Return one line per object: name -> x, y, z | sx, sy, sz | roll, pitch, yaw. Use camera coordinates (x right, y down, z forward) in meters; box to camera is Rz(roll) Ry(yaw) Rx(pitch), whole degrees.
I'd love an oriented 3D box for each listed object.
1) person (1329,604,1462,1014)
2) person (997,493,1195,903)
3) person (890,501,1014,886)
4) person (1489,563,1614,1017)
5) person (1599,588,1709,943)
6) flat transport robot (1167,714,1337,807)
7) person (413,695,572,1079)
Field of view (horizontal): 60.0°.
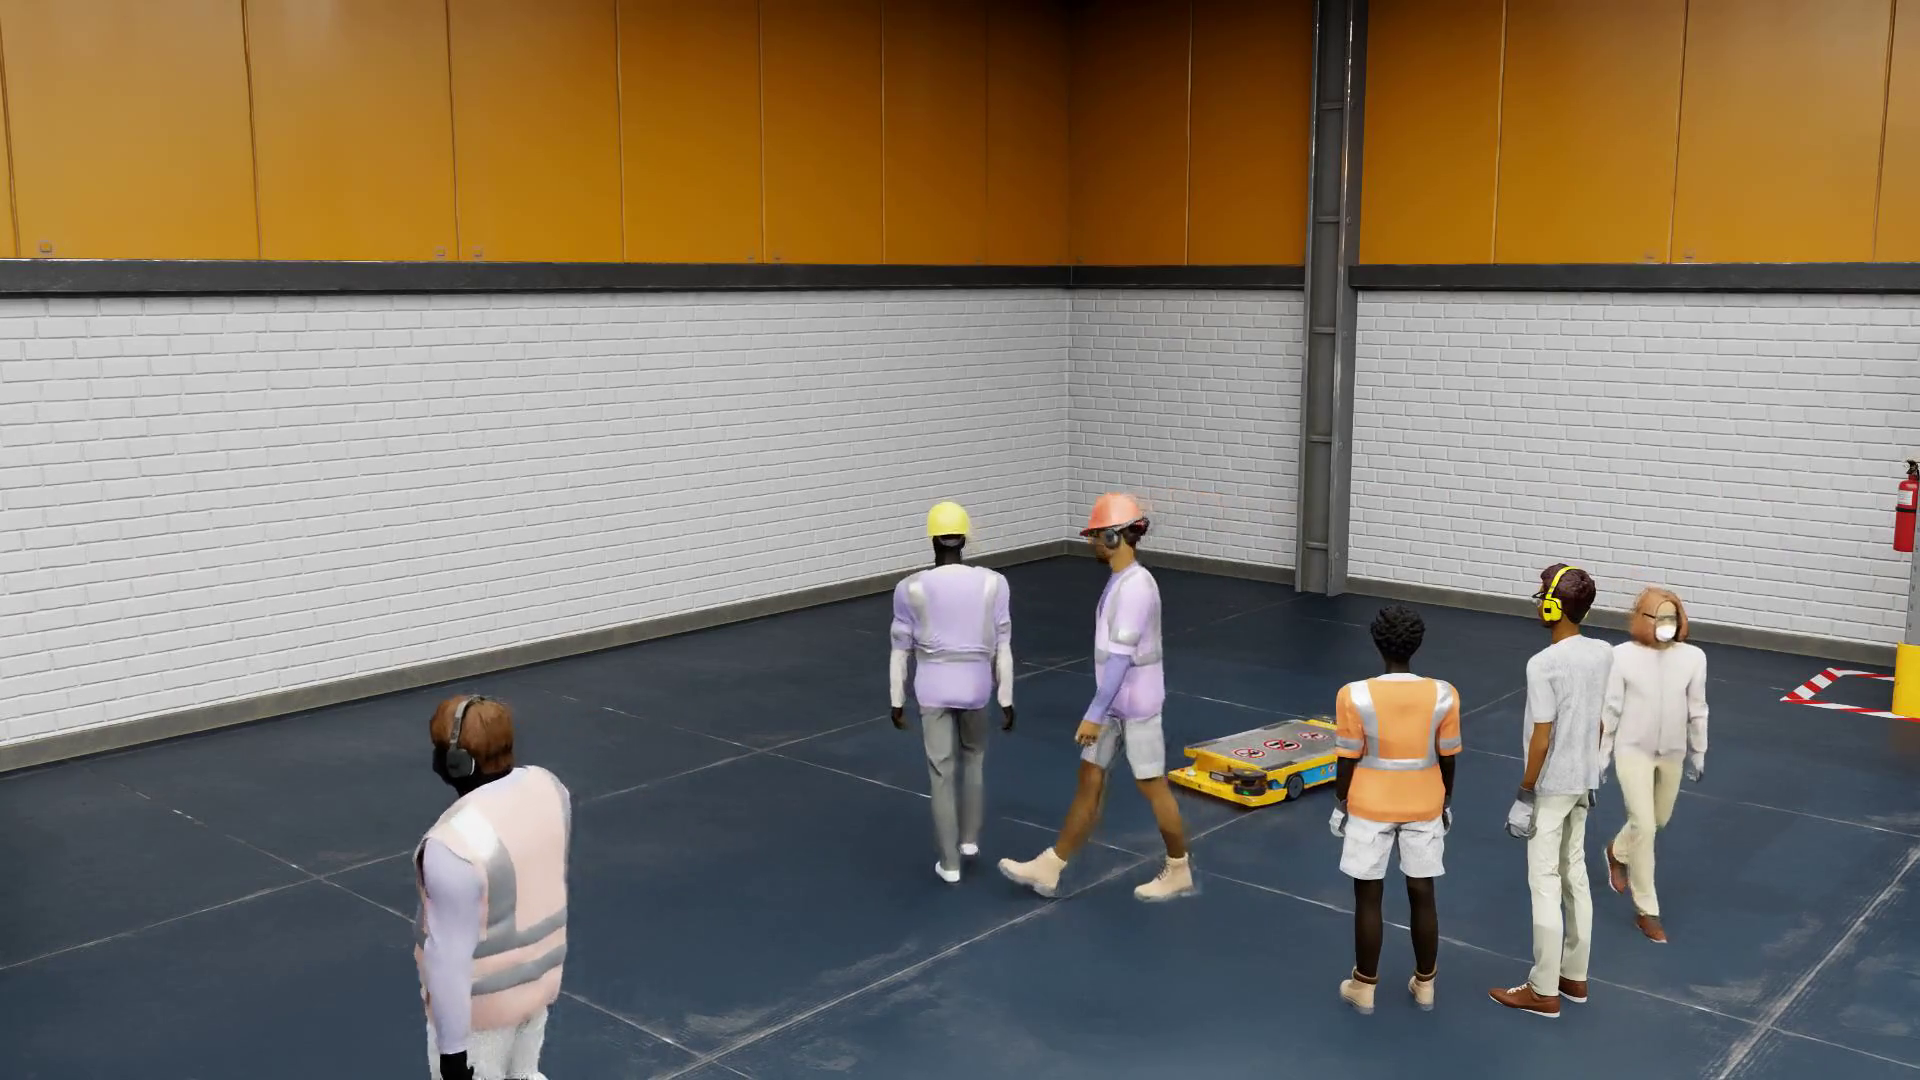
person -> 1.782, 1.105, 6.846 | 0.540, 1.697, 0.317 | -1, 9, -4
person -> 0.695, 0.779, 8.002 | 0.977, 1.975, 0.606 | -1, 9, -9
person -> -0.055, 0.751, 8.420 | 0.618, 1.901, 0.677 | -2, 9, -10
person -> 2.443, 1.021, 6.842 | 0.513, 1.872, 0.328 | -7, 11, -37
person -> 3.232, 0.994, 7.849 | 0.502, 1.604, 0.775 | -1, 9, -3
flat transport robot -> 1.983, 1.310, 10.028 | 1.431, 0.197, 0.652 | -7, 12, -39
person -> -1.346, 1.346, 4.928 | 0.609, 1.830, 0.638 | 3, 10, 19
